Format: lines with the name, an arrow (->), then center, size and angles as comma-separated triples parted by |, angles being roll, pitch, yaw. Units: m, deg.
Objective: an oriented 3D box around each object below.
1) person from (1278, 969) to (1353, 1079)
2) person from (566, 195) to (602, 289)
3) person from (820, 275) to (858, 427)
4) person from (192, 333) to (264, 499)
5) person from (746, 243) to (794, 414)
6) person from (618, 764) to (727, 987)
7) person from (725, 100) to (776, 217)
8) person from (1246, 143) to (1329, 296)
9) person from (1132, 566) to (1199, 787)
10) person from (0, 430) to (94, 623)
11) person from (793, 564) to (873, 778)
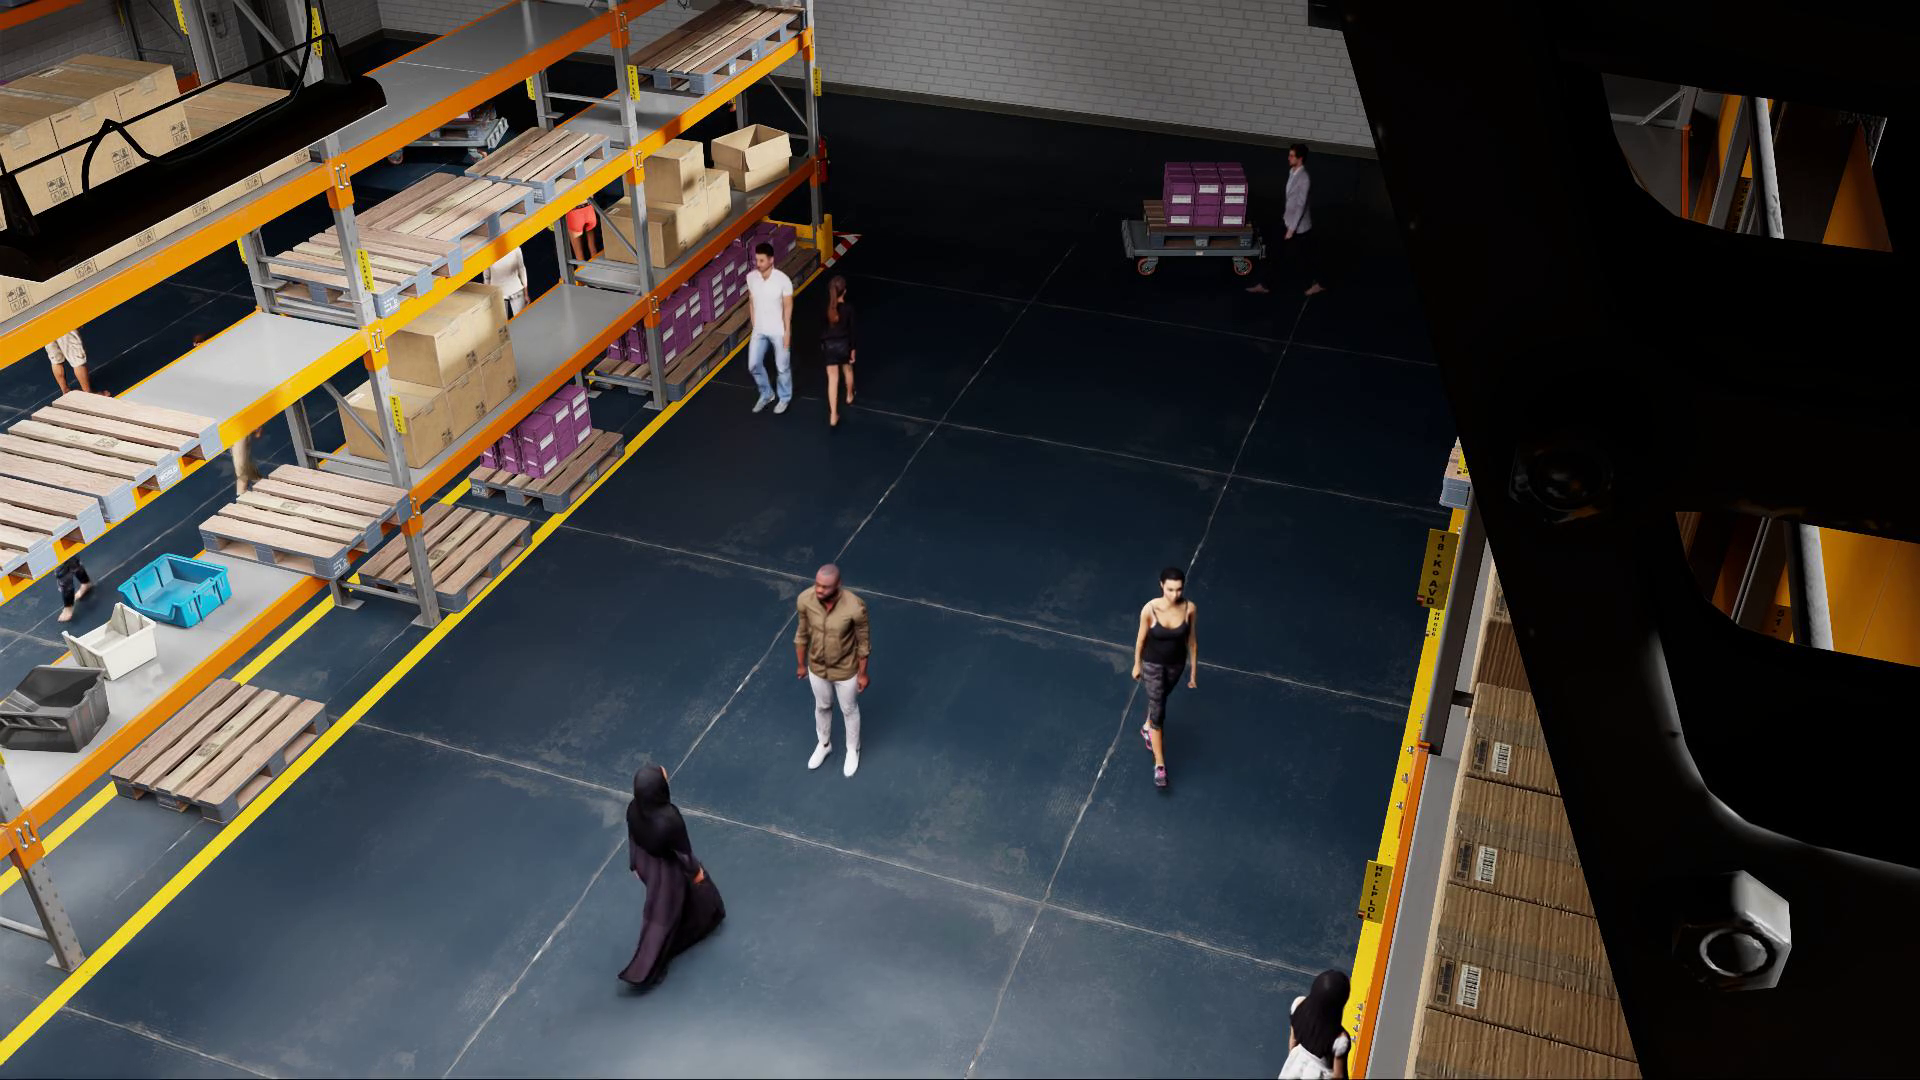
person -> 1.907, 2.988, 9.029 | 0.816, 1.769, 0.783 | -22, 39, -29
person -> -4.352, -3.707, 19.086 | 0.598, 1.787, 0.709 | -28, 43, -35
person -> -1.231, -1.870, 16.563 | 0.739, 1.520, 1.104 | 3, 34, 4
person -> -6.566, -1.074, 15.093 | 0.742, 1.821, 1.099 | 7, 34, 10
person -> -1.841, -2.150, 16.690 | 0.669, 1.845, 0.627 | 13, 36, 18
person -> -1.922, 2.110, 10.499 | 0.895, 1.604, 1.193 | 27, 42, 34
person -> -2.660, -4.815, 20.795 | 1.102, 1.739, 1.109 | -10, 35, -15
person -> 3.922, -3.599, 18.908 | 1.149, 1.804, 1.223 | -7, 34, -10
person -> 1.482, 0.871, 12.271 | 0.886, 1.707, 1.064 | -5, 34, -7
person -> -7.590, -0.226, 13.917 | 0.768, 1.711, 0.927 | 2, 34, 4
person -> -0.913, 0.913, 12.102 | 0.737, 1.824, 0.564 | 9, 35, 13
